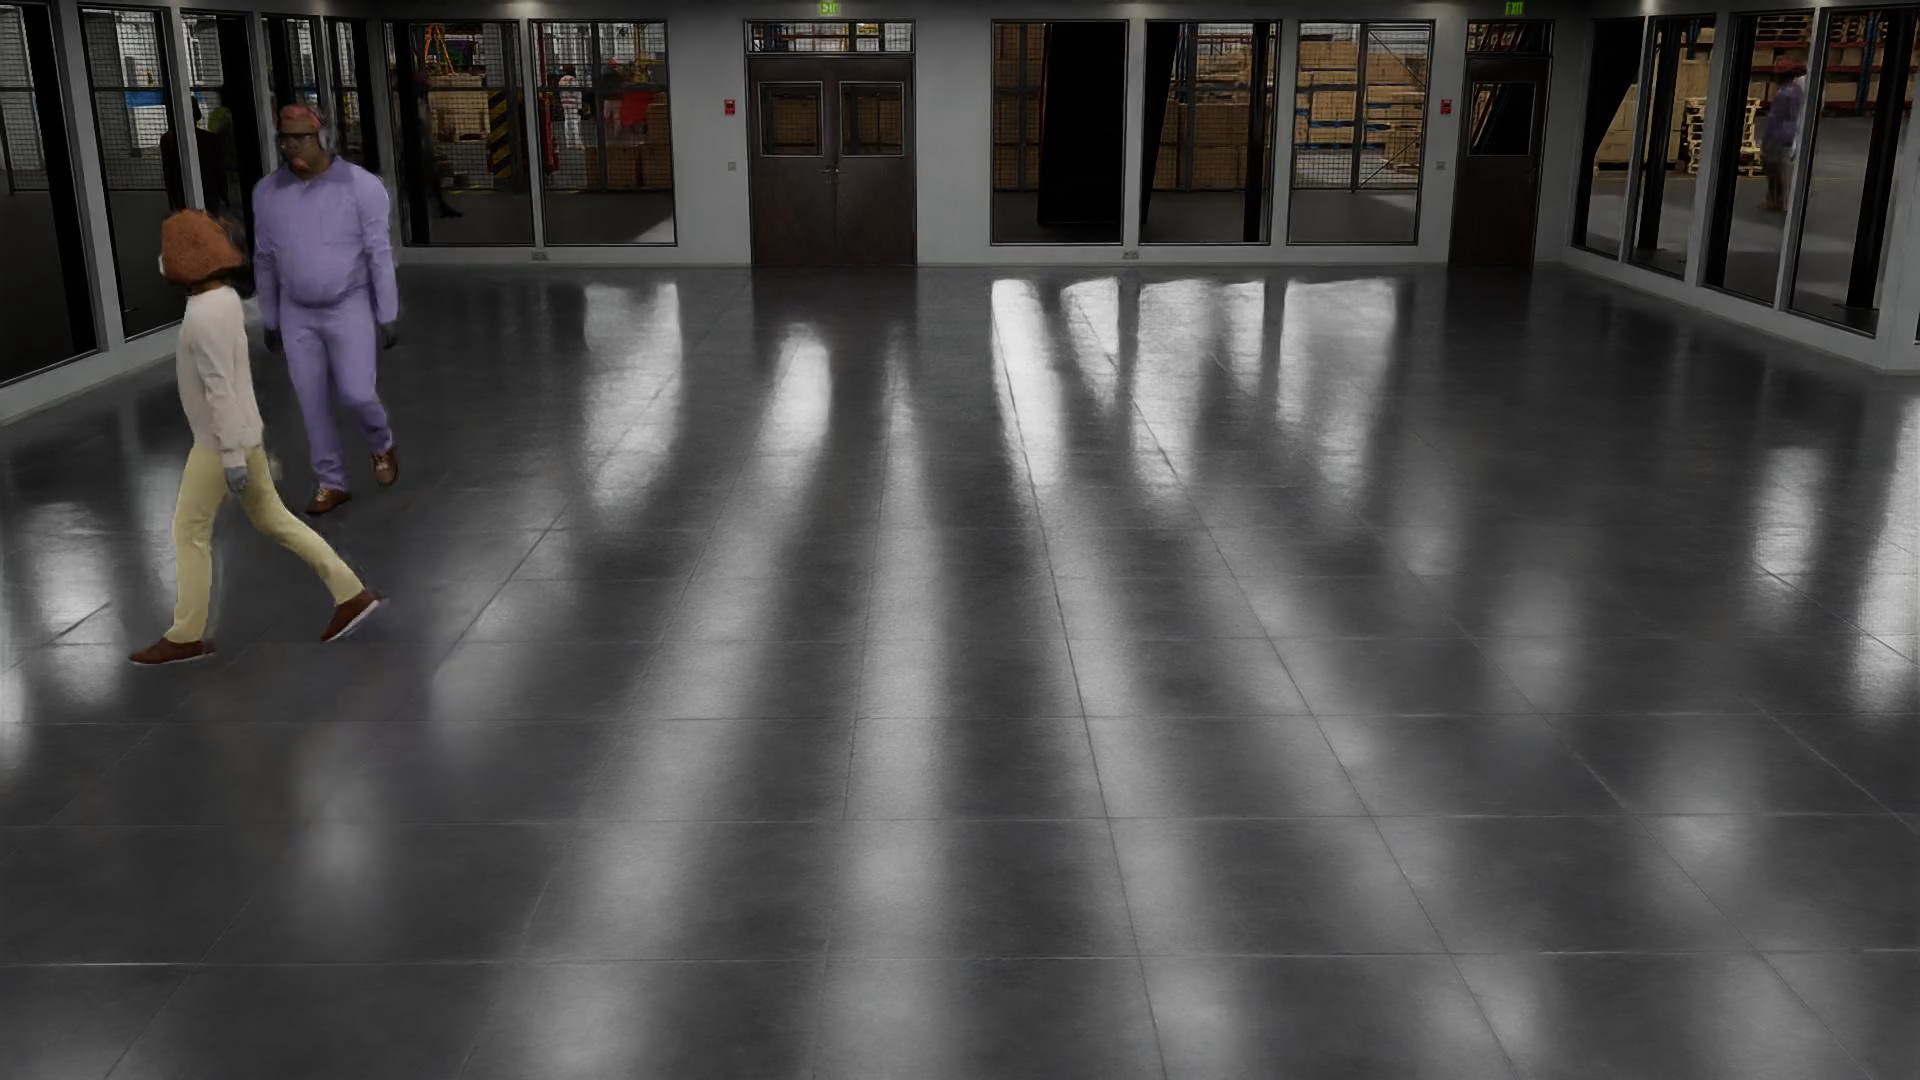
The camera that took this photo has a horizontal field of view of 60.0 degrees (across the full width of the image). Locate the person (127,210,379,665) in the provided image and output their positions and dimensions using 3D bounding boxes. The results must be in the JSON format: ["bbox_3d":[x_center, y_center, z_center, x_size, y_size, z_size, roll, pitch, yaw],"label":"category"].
[{"bbox_3d":[-2.546,-0.362,5.860,0.830,1.598,0.505,-4,17,-14],"label":"person"}]

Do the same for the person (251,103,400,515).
[{"bbox_3d":[-2.960,-1.078,7.799,0.662,1.887,0.492,1,16,3],"label":"person"}]
